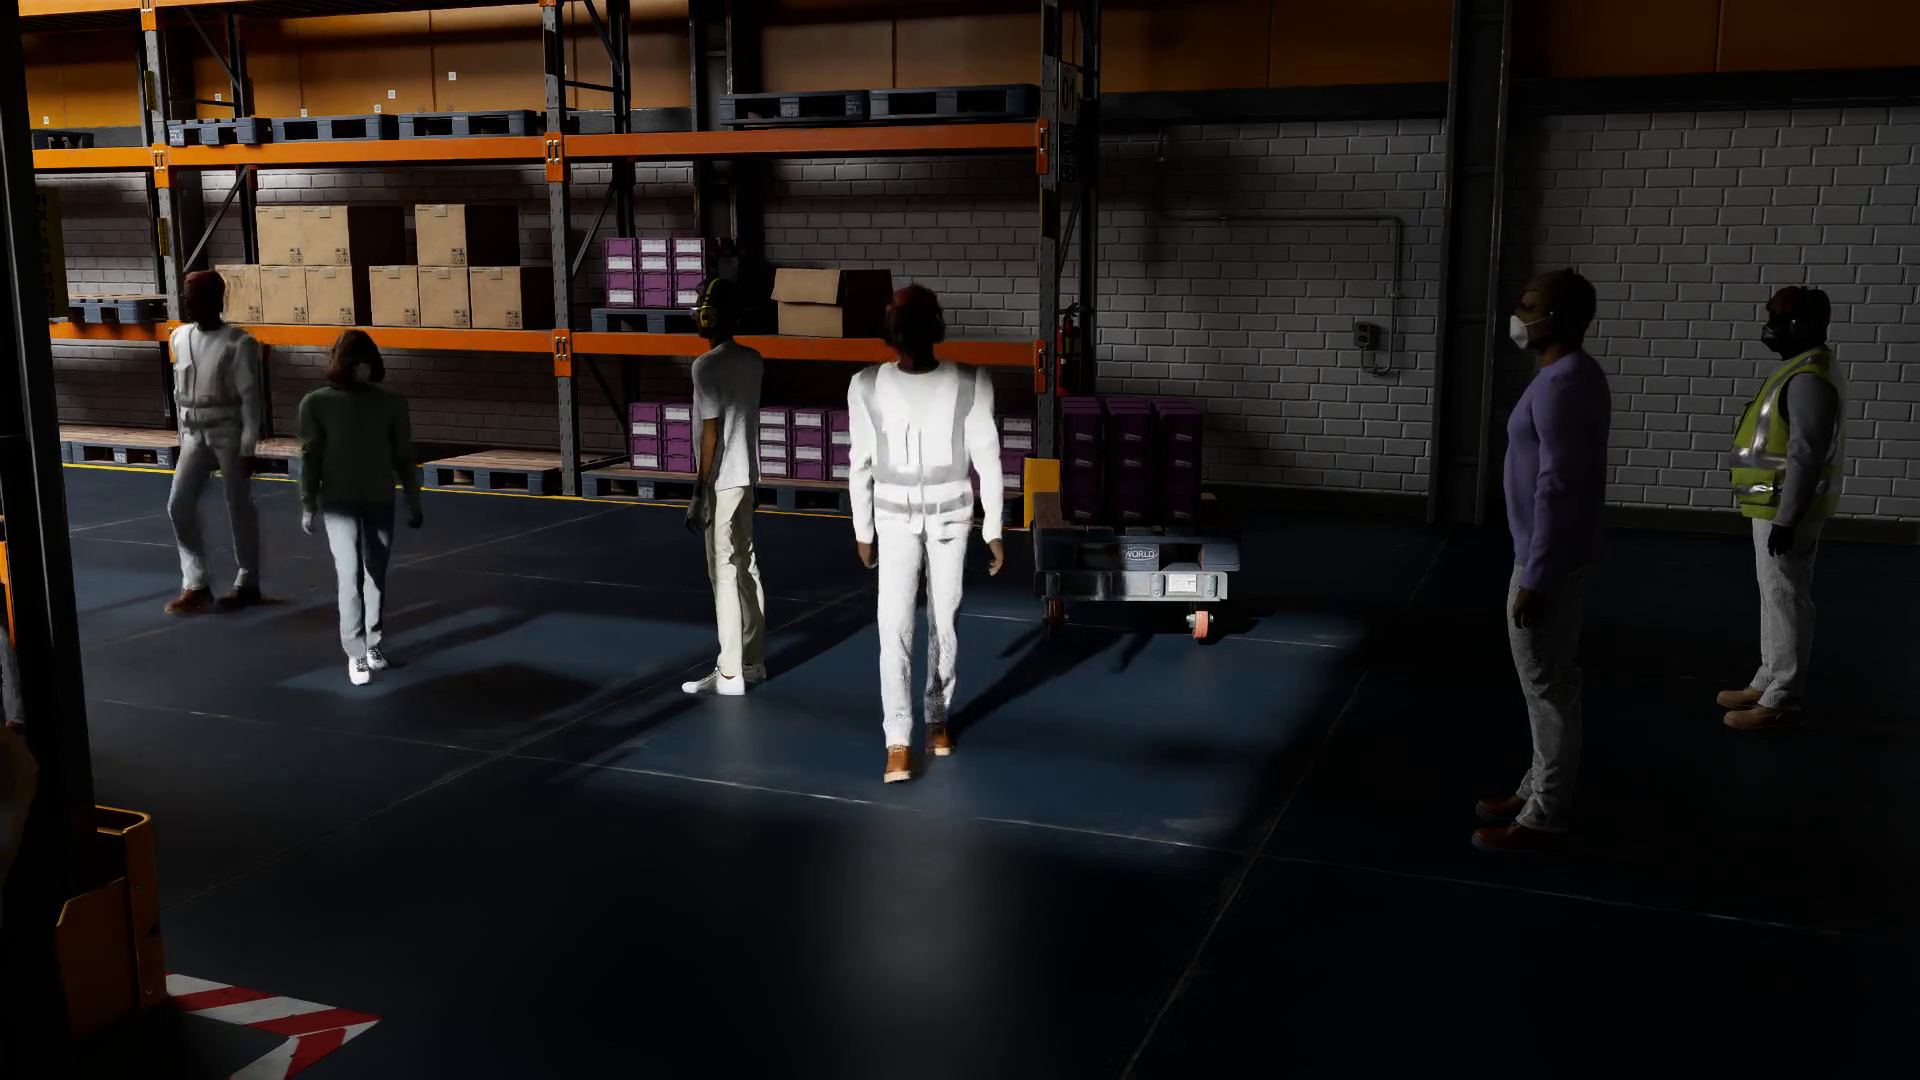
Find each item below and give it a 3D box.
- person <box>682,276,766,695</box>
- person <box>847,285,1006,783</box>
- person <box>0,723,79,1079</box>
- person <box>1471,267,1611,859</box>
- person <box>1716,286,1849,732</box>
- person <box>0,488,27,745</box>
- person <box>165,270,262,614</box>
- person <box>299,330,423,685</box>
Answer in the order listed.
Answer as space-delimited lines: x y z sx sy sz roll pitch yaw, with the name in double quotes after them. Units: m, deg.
-1.062 -0.236 7.453 0.328 1.872 0.514 4 11 21 "person"
-0.132 -0.020 6.305 0.596 1.851 0.849 0 10 -1 "person"
-1.237 0.825 1.736 0.563 1.812 0.661 9 13 40 "person"
1.933 0.081 5.495 0.372 1.940 0.630 4 11 21 "person"
3.421 -0.127 6.925 0.429 1.844 0.625 4 11 21 "person"
-3.873 -0.089 6.486 0.393 1.932 0.649 3 11 17 "person"
-4.085 -0.512 8.995 0.620 1.861 0.689 3 11 18 "person"
-2.741 -0.151 7.676 0.523 1.614 0.648 -7 12 -34 "person"
